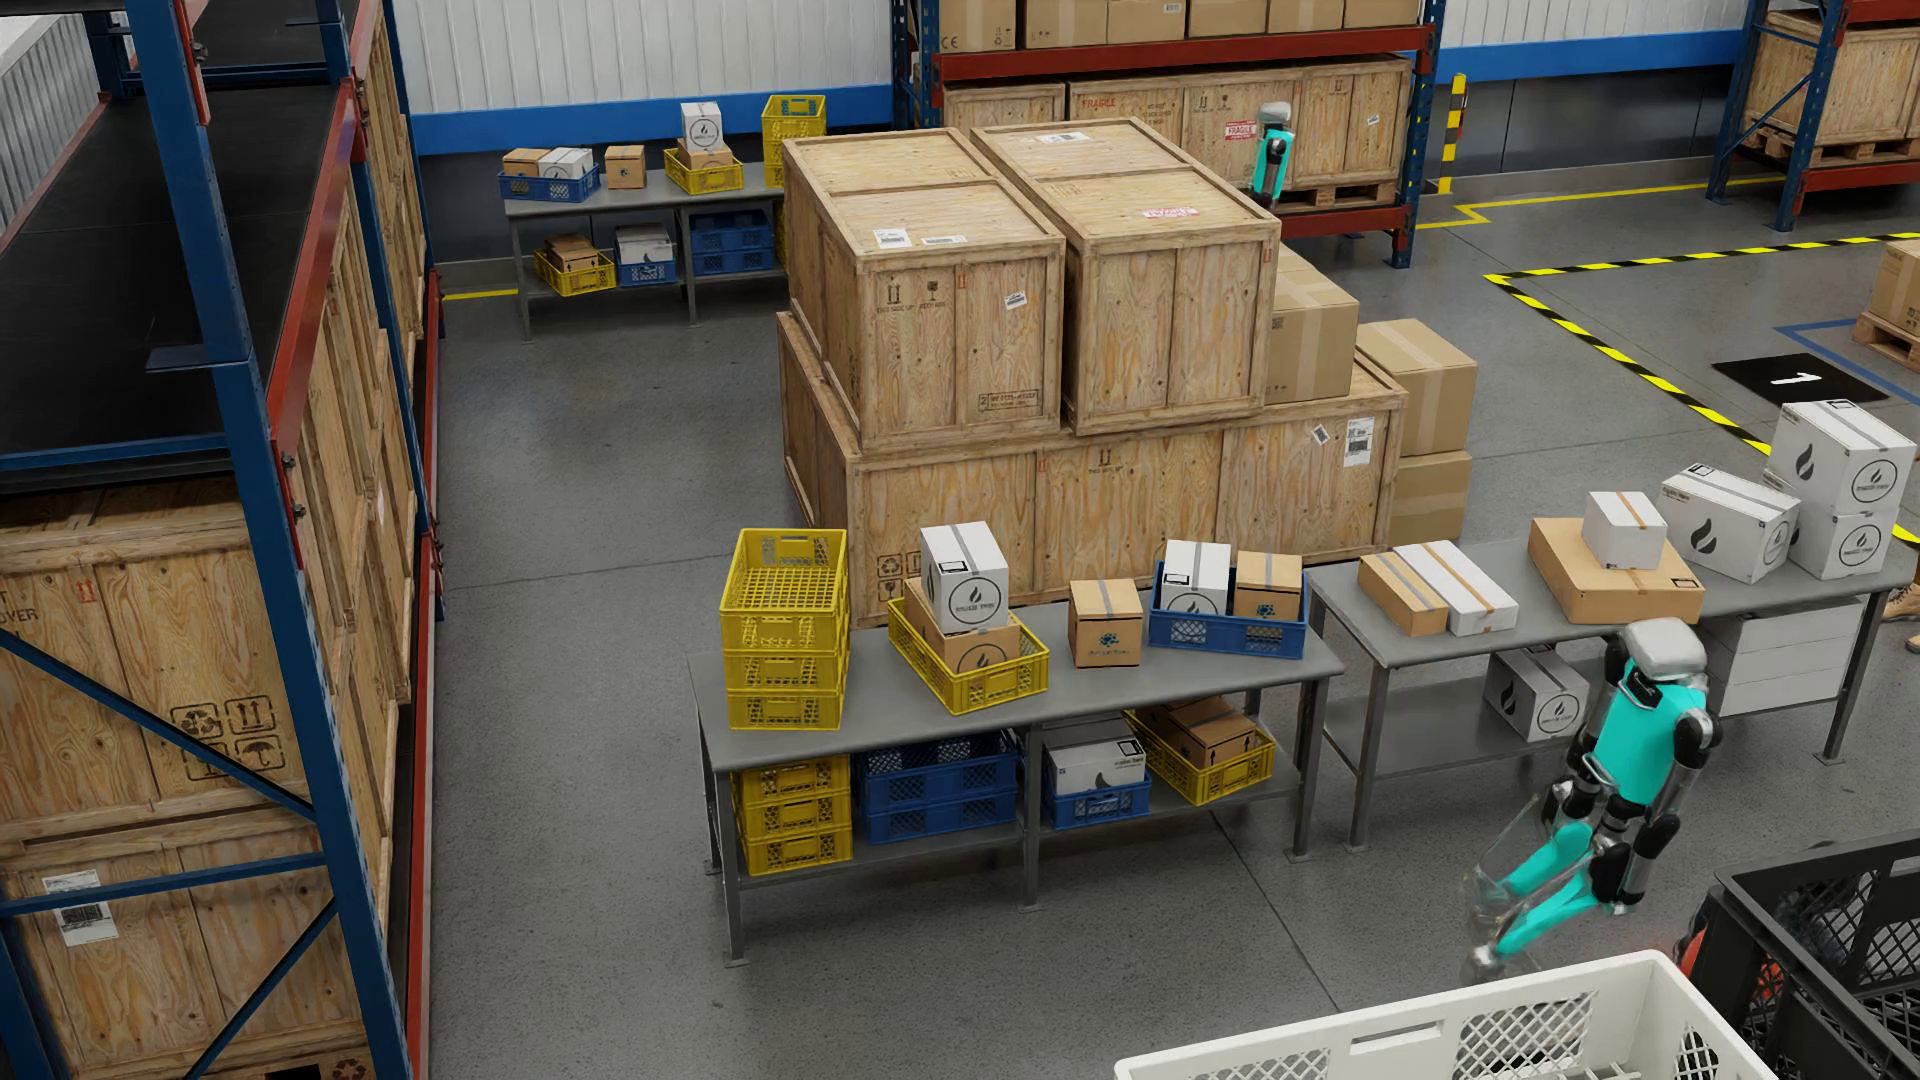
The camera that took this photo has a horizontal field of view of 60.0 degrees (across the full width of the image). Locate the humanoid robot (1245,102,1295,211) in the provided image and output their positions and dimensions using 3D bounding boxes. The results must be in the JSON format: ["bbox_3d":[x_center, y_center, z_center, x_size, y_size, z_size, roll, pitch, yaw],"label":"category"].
[{"bbox_3d":[1.873,-2.175,11.584,1.052,1.746,0.538,6,29,10],"label":"humanoid robot"}]

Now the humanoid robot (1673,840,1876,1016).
[{"bbox_3d":[2.352,1.511,4.949,0.720,1.632,0.615,-19,34,-30],"label":"humanoid robot"}]

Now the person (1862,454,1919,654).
[{"bbox_3d":[4.893,-0.404,8.011,0.365,2.047,0.607,-6,29,-10],"label":"person"}]

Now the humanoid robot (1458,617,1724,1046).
[{"bbox_3d":[1.928,1.085,5.656,0.931,1.783,0.567,-6,29,-10],"label":"humanoid robot"}]

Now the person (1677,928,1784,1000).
[{"bbox_3d":[1.784,1.784,4.178,0.569,1.908,0.659,12,31,21],"label":"person"}]
